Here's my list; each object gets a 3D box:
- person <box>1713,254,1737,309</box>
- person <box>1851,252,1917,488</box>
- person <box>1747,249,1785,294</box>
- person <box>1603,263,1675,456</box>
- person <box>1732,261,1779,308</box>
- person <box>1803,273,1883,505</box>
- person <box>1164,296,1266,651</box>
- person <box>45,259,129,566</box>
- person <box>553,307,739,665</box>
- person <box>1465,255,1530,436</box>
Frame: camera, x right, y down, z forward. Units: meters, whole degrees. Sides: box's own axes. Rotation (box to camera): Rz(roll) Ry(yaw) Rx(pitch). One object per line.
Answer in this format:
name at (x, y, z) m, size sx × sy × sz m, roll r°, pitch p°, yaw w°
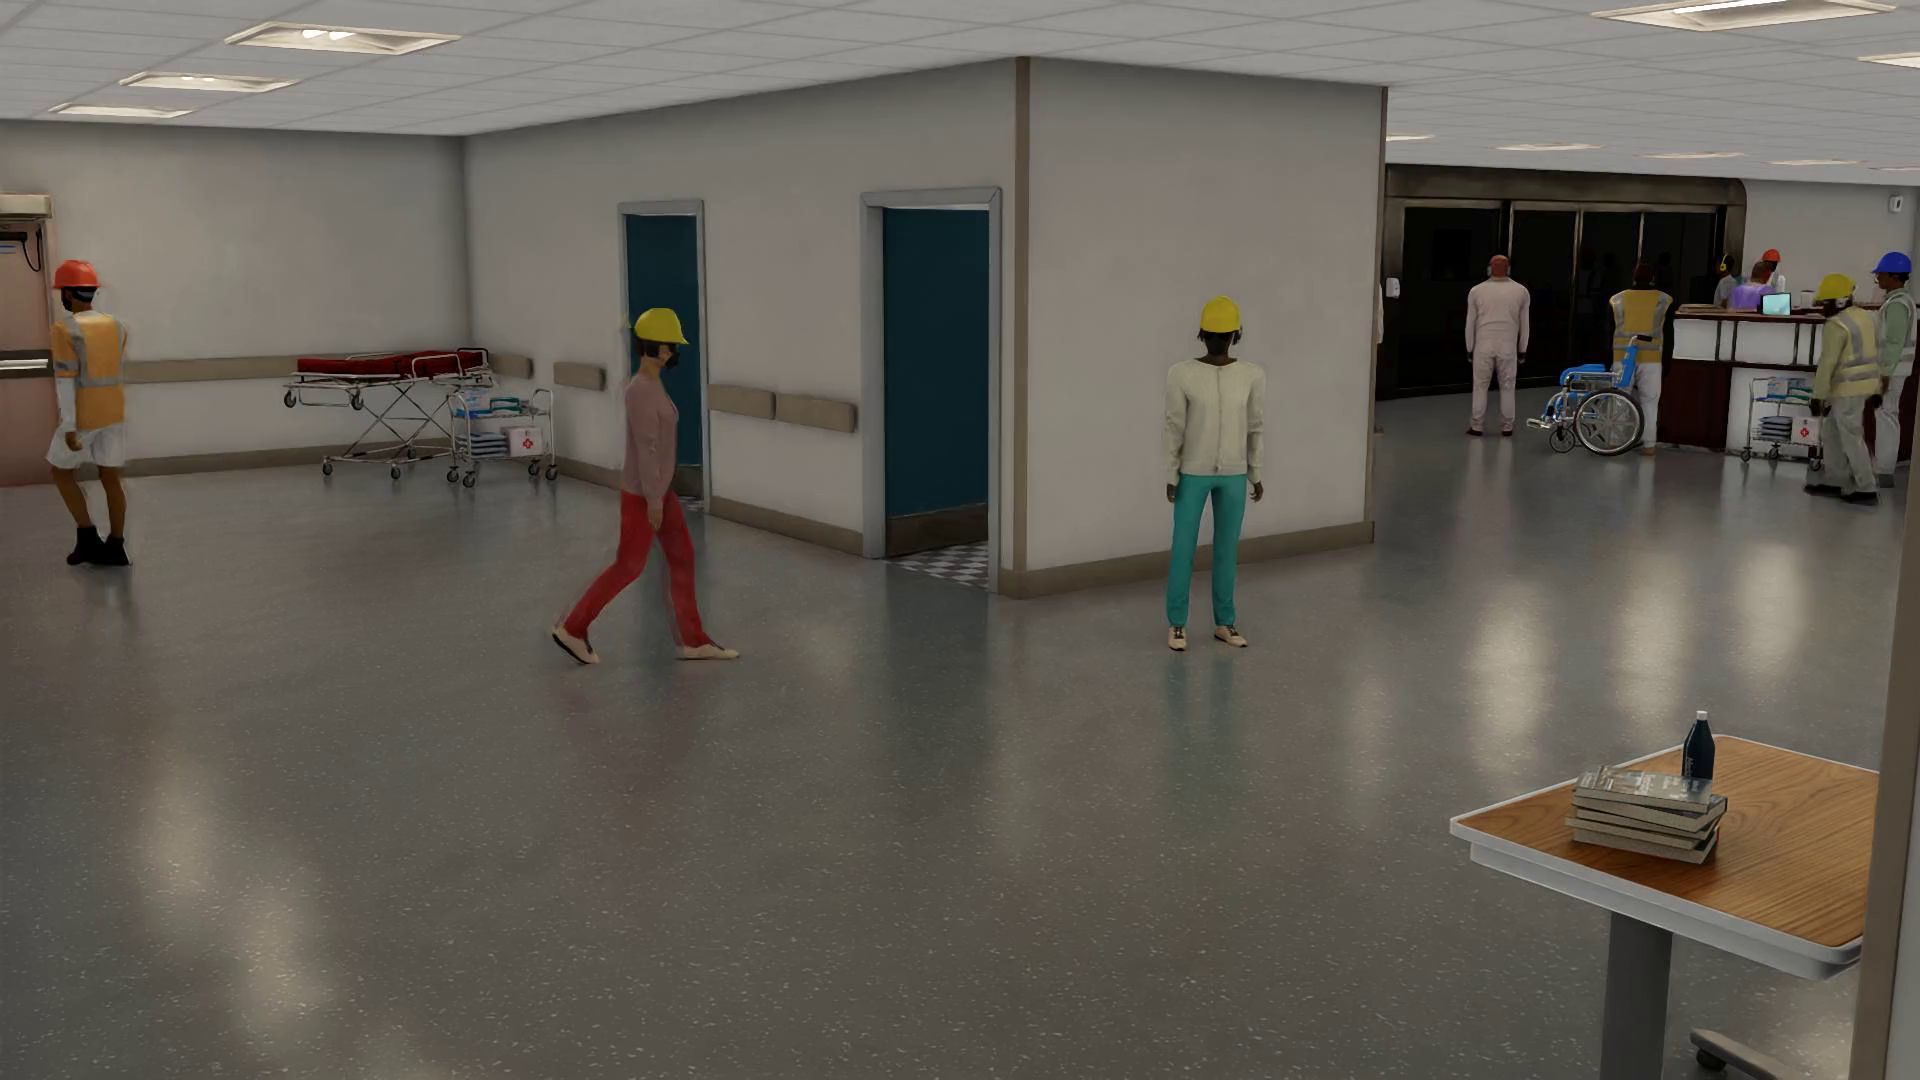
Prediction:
person at (10.419, -2.962, 22.761) m, size 0.312 × 1.869 × 0.537 m, roll 8°, pitch 13°, yaw 37°
person at (7.709, -1.408, 13.828) m, size 0.386 × 1.948 × 0.605 m, roll 5°, pitch 11°, yaw 26°
person at (11.616, -3.213, 23.975) m, size 0.357 × 1.937 × 0.551 m, roll -8°, pitch 13°, yaw -37°
person at (6.488, -1.721, 15.923) m, size 0.632 × 1.836 × 0.429 m, roll 5°, pitch 11°, yaw 26°
person at (9.415, -2.372, 19.652) m, size 0.901 × 1.802 × 0.573 m, roll -8°, pitch 13°, yaw -36°
person at (6.889, -1.173, 12.957) m, size 0.612 × 1.784 × 0.725 m, roll -9°, pitch 13°, yaw -41°
person at (1.269, -0.326, 8.287) m, size 0.526 × 1.765 × 0.329 m, roll -2°, pitch 10°, yaw -10°
person at (-5.456, -0.778, 10.382) m, size 0.474 × 1.921 × 0.549 m, roll 5°, pitch 11°, yaw 24°
person at (-1.537, -0.240, 7.920) m, size 0.822 × 1.731 × 0.549 m, roll 0°, pitch 10°, yaw -3°
person at (5.646, -2.040, 17.512) m, size 0.644 × 1.900 × 0.399 m, roll 2°, pitch 10°, yaw 11°
